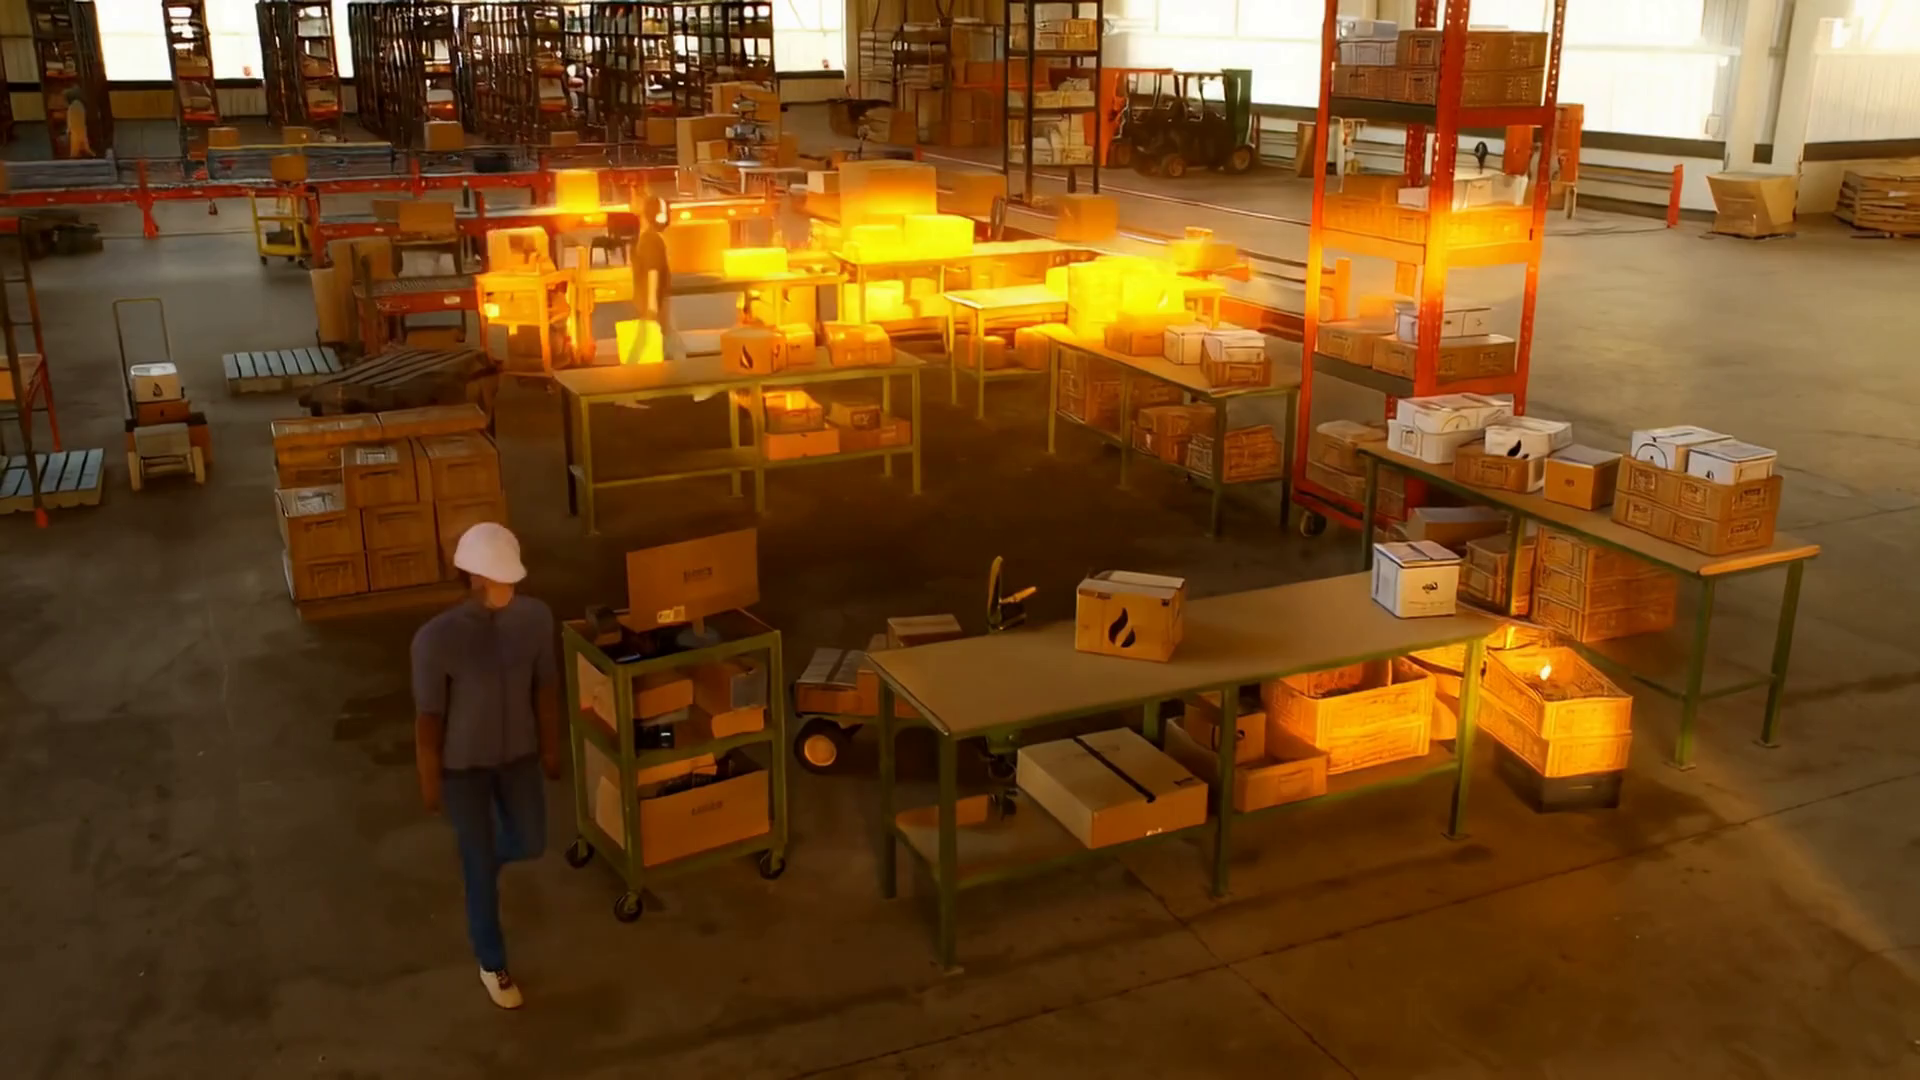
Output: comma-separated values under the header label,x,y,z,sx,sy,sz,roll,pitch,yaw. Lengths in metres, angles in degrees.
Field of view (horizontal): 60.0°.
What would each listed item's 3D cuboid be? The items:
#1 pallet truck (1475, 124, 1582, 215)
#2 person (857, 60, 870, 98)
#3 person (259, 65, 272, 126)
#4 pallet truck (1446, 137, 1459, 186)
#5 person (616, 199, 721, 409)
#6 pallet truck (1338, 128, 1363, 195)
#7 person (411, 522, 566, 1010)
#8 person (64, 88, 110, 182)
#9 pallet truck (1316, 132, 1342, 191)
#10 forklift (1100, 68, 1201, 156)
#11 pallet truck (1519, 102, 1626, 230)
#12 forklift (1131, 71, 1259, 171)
label,x,y,z,sx,sy,sz,roll,pitch,yaw
pallet truck,9.707,-6.455,28.103,1.885,1.965,0.823,-7,19,-20
person,-2.912,-13.578,50.570,0.401,1.987,0.609,-6,18,-17
person,-21.153,-13.612,50.959,0.777,1.809,0.599,-12,21,-33
pallet truck,9.184,-6.485,29.328,1.630,1.274,0.653,-8,19,-23
person,-2.614,-2.052,14.541,1.003,1.808,0.544,-8,19,-24
pallet truck,7.845,-7.140,31.411,1.522,1.261,0.704,-9,20,-25
person,-1.691,0.737,5.876,0.546,1.739,0.604,-15,23,-39
person,-18.053,-8.335,34.223,0.921,1.877,0.627,-8,19,-24
pallet truck,7.723,-7.504,32.656,1.601,1.201,0.680,-8,19,-23
forklift,4.082,-9.564,37.410,2.680,1.987,1.157,-8,19,-23
pallet truck,9.972,-6.037,26.785,1.885,1.965,0.823,-9,20,-25
forklift,4.998,-8.936,35.413,2.680,1.987,1.157,-9,20,-25
